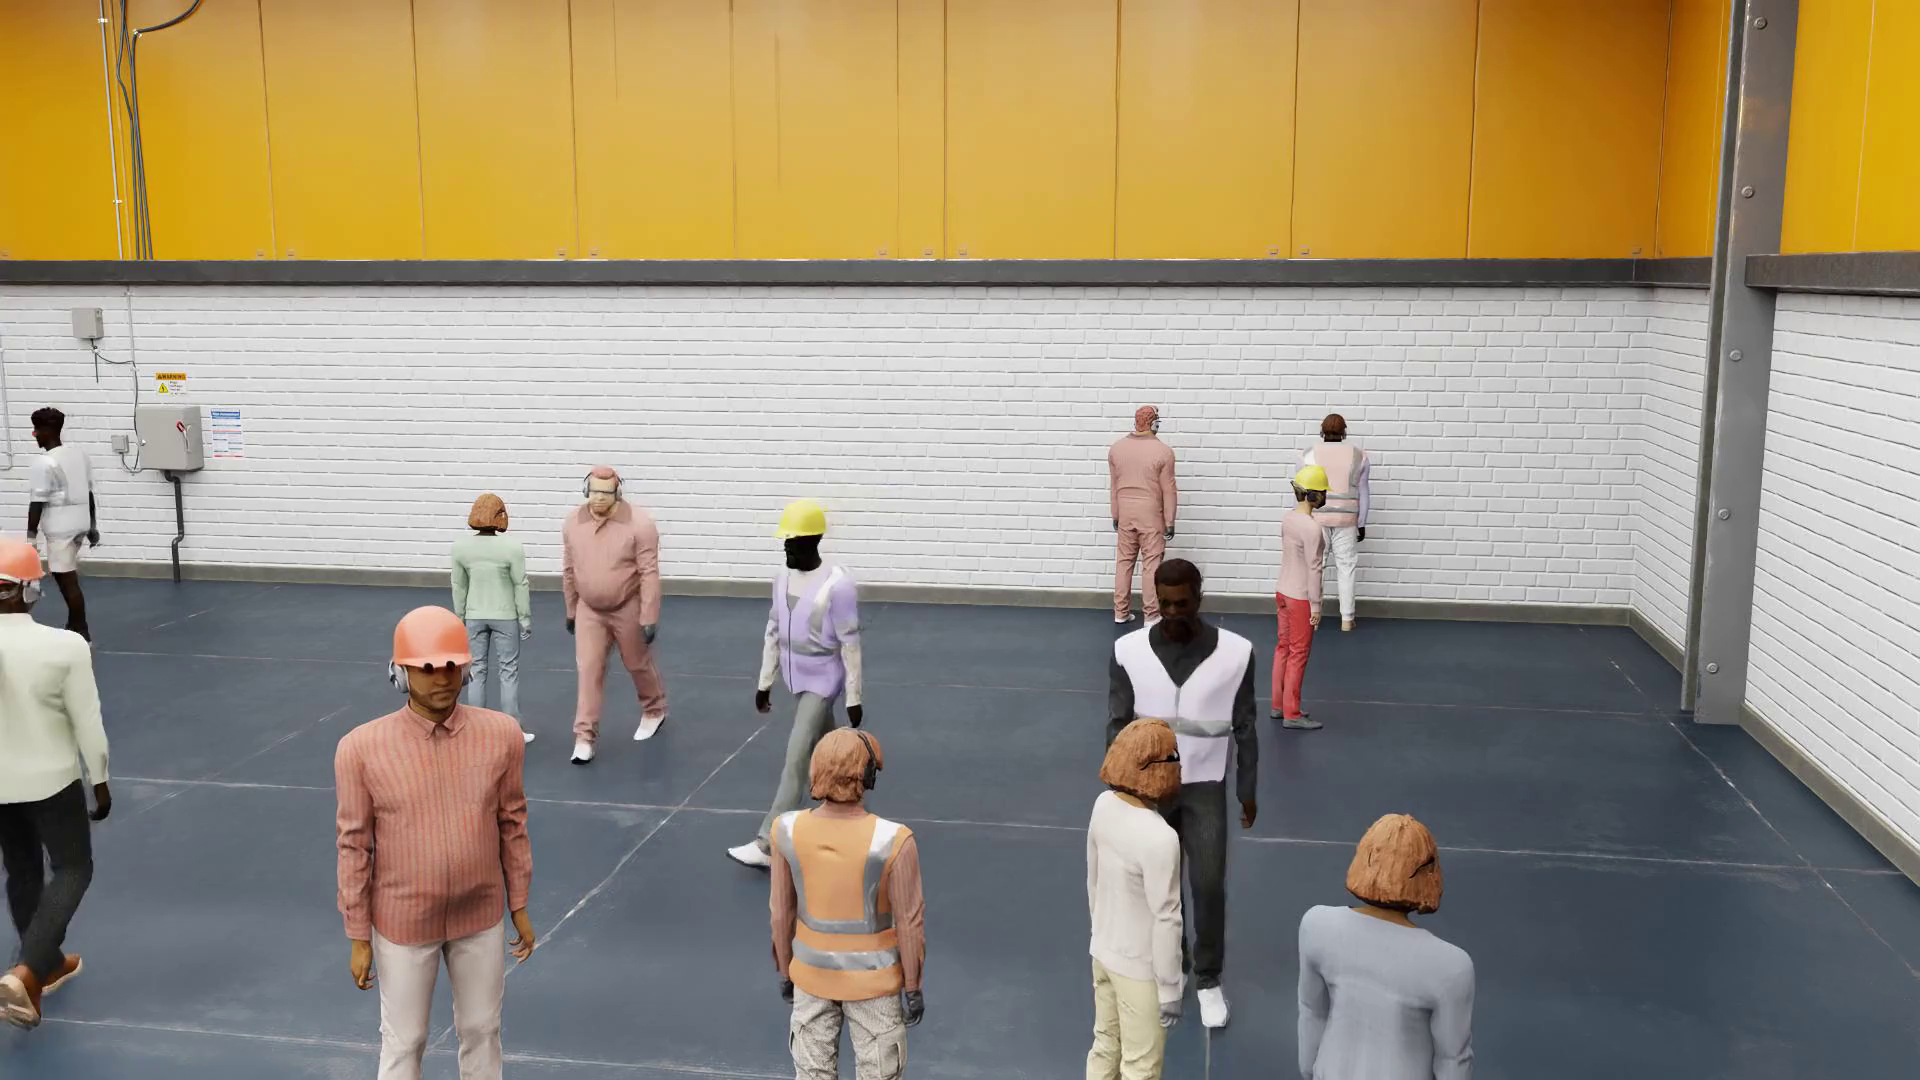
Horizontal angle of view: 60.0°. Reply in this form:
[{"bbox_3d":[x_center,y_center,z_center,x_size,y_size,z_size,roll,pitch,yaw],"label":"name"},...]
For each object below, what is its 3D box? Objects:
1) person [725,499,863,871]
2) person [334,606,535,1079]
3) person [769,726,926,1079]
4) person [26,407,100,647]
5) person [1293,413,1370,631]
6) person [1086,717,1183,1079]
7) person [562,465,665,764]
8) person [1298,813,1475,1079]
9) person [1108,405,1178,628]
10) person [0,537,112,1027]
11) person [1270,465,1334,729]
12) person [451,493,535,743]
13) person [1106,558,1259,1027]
[{"bbox_3d":[-0.830,0.729,8.490,0.965,1.872,0.613,-8,12,-40],"label":"person"},{"bbox_3d":[-1.652,1.190,5.292,0.612,1.997,0.375,-6,11,-34],"label":"person"},{"bbox_3d":[-0.348,1.386,5.184,0.511,1.640,0.309,3,10,19],"label":"person"},{"bbox_3d":[-7.256,-0.094,13.341,0.538,1.947,0.642,1,9,6],"label":"person"},{"bbox_3d":[3.121,-0.148,14.022,0.624,1.844,0.430,1,9,9],"label":"person"},{"bbox_3d":[0.565,1.365,5.328,0.282,1.633,0.501,-4,10,-22],"label":"person"},{"bbox_3d":[-2.180,0.437,10.435,0.690,1.858,1.015,2,9,10],"label":"person"},{"bbox_3d":[1.110,1.519,4.408,0.494,1.624,0.288,7,12,38],"label":"person"},{"bbox_3d":[1.574,-0.199,14.171,0.642,1.903,0.402,7,11,36],"label":"person"},{"bbox_3d":[-3.785,0.974,6.722,0.633,1.972,0.815,-1,9,-3],"label":"person"},{"bbox_3d":[2.283,0.376,11.052,0.345,1.756,0.518,-2,9,-12],"label":"person"},{"bbox_3d":[-2.968,0.514,10.577,0.504,1.633,0.279,1,9,6],"label":"person"},{"bbox_3d":[0.889,1.011,6.721,0.600,1.892,0.654,3,10,16],"label":"person"}]
